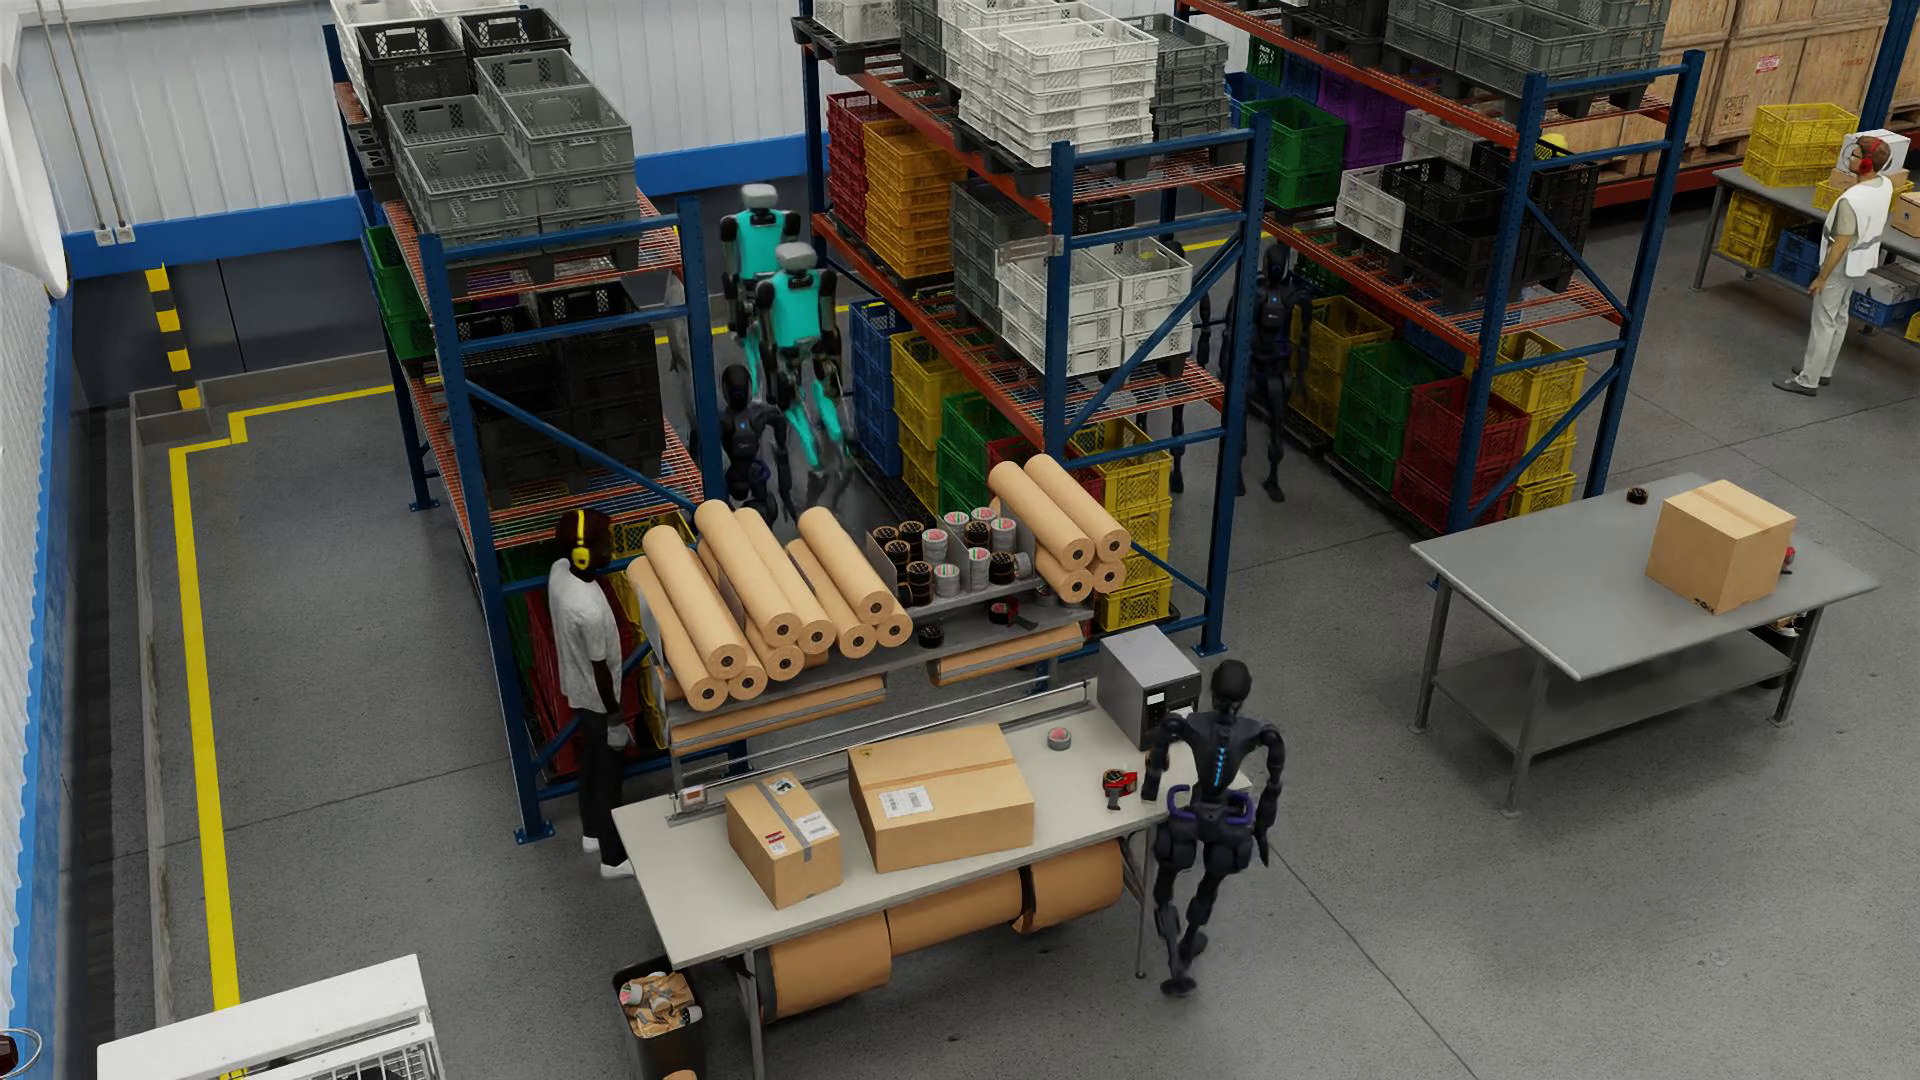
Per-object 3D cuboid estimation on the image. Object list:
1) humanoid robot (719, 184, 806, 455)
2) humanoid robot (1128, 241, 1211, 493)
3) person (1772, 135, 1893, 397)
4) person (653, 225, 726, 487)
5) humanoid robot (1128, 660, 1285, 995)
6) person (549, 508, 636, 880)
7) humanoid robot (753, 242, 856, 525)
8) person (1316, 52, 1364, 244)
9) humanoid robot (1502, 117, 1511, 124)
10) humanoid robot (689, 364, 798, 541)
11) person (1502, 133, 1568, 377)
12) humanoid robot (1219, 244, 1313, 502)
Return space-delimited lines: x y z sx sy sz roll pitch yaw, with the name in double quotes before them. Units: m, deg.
"humanoid robot" -1.204 -1.324 10.800 0.543 1.850 0.792 -11 33 -17
"humanoid robot" 1.255 -1.066 10.353 0.612 1.652 0.309 0 32 1
"person" 6.108 -1.881 11.517 0.566 1.849 0.387 -26 40 -35
"person" -1.664 -1.085 10.207 0.316 1.869 0.520 -14 34 -22
"humanoid robot" 0.983 1.180 6.740 0.591 1.645 0.498 3 32 5
"person" -1.593 0.682 7.340 0.312 1.865 0.524 -17 35 -25
"humanoid robot" -0.838 -0.820 9.961 0.549 1.837 0.767 -19 37 -28
"person" 3.110 -3.223 13.706 0.623 1.843 0.431 -17 35 -25
"humanoid robot" 4.115 -2.885 13.359 0.770 1.872 0.558 10 33 16
"humanoid robot" -1.179 -0.198 8.985 0.614 1.622 0.772 -12 34 -19
"person" 4.046 -2.026 11.831 0.326 1.767 0.530 0 32 0
"humanoid robot" 1.869 -1.025 10.279 0.589 1.653 0.354 -1 32 -1
